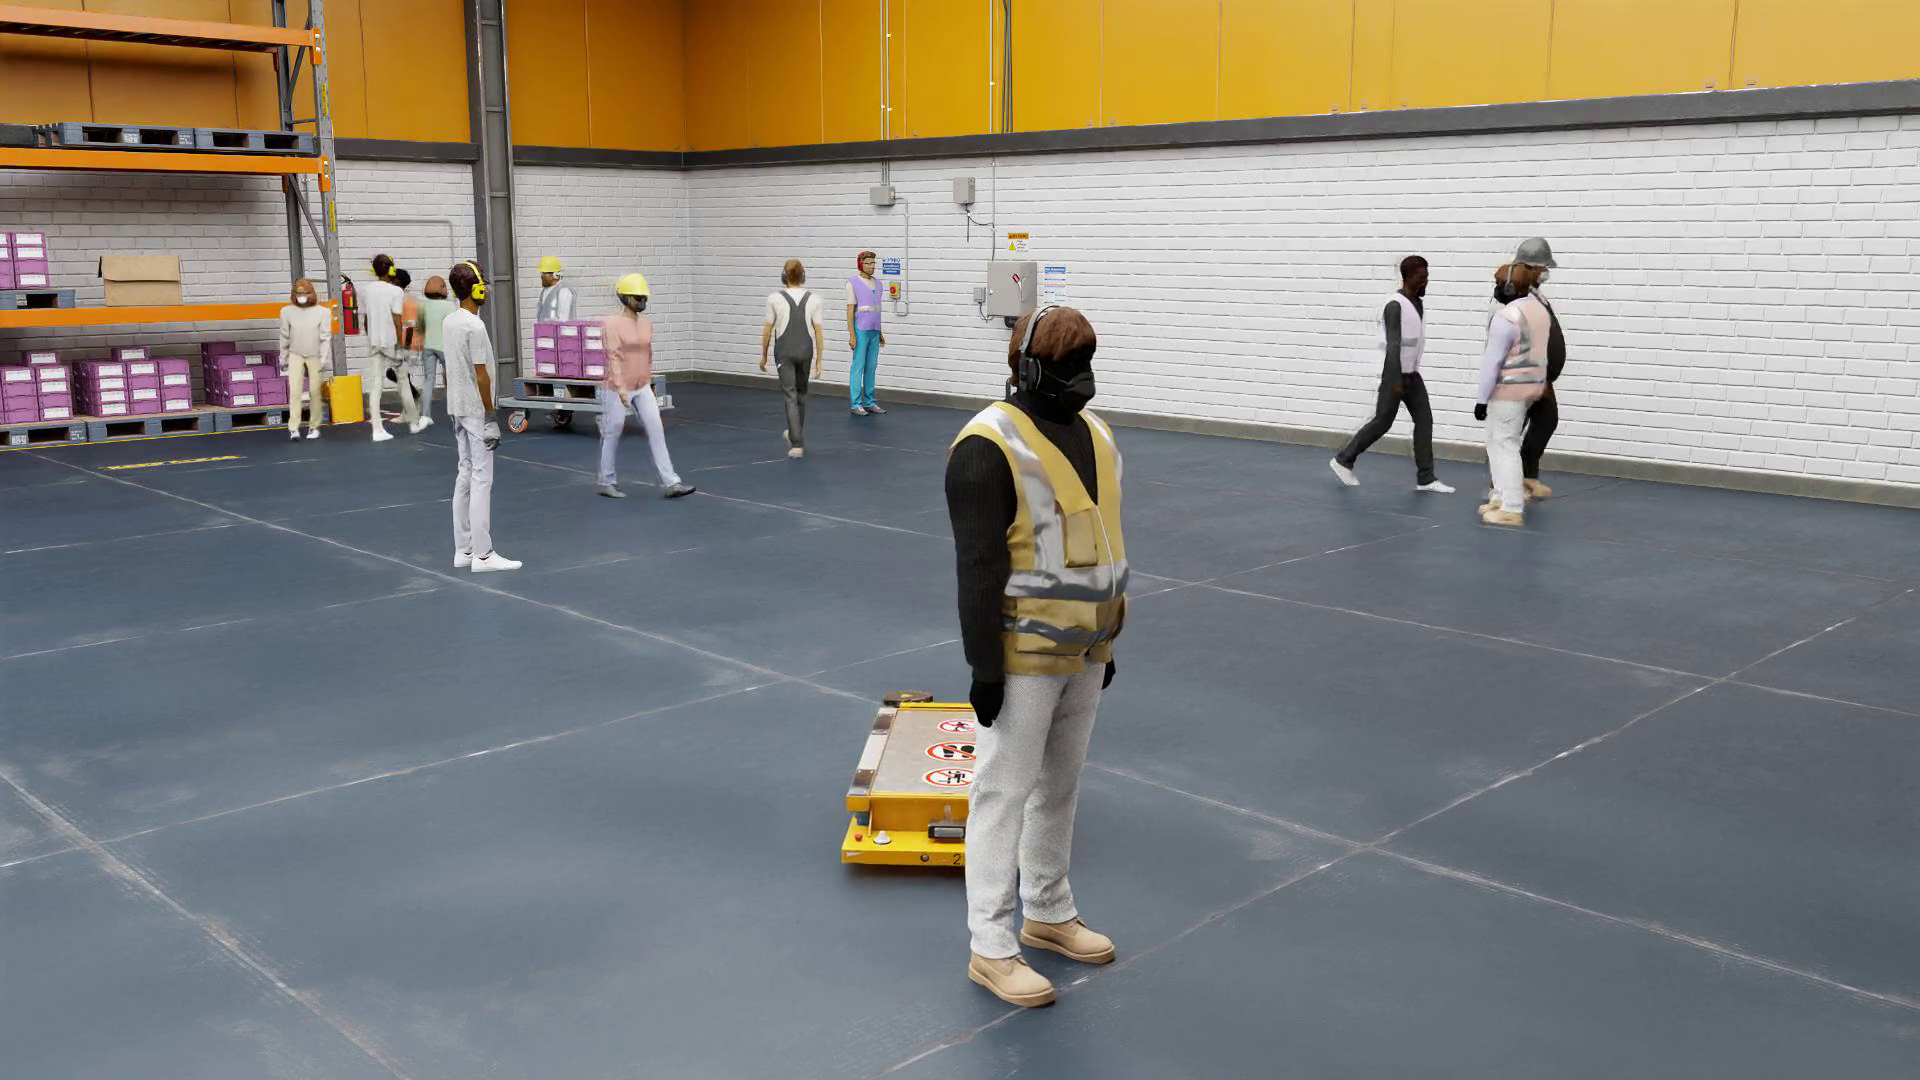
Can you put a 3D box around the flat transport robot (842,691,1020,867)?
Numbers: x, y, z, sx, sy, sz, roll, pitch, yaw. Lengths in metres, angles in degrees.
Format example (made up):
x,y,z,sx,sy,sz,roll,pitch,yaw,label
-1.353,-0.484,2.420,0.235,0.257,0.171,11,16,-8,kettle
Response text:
x,y,z,sx,sy,sz,roll,pitch,yaw,label
-0.010,0.817,5.917,0.652,0.197,1.431,1,10,3,flat transport robot

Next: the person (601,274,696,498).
x,y,z,sx,sy,sz,roll,pitch,yaw,label
-2.444,-1.144,12.655,0.887,1.724,0.540,7,13,34,person

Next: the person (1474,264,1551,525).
x,y,z,sx,sy,sz,roll,pitch,yaw,label
3.803,-1.021,11.702,0.574,1.820,0.650,10,14,42,person

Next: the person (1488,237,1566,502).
x,y,z,sx,sy,sz,roll,pitch,yaw,label
4.304,-1.282,12.534,0.599,2.000,0.697,6,12,29,person

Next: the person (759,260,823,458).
x,y,z,sx,sy,sz,roll,pitch,yaw,label
-1.548,-1.672,15.343,0.533,1.793,0.989,-4,11,-20,person

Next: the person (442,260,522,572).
x,y,z,sx,sy,sz,roll,pitch,yaw,label
-2.922,-0.742,10.054,0.321,1.873,0.532,-9,14,-40,person

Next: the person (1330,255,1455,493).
x,y,z,sx,sy,sz,roll,pitch,yaw,label
3.443,-1.319,13.208,0.935,1.881,0.598,8,13,38,person

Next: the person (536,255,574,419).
x,y,z,sx,sy,sz,roll,pitch,yaw,label
-4.479,-2.239,18.399,0.411,1.804,0.594,-9,14,-40,person

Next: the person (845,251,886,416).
x,y,z,sx,sy,sz,roll,pitch,yaw,label
-1.075,-2.331,18.782,0.376,1.844,0.571,8,13,36,person

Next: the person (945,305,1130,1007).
x,y,z,sx,sy,sz,roll,pitch,yaw,label
0.233,0.297,4.468,0.429,1.843,0.627,8,13,37,person

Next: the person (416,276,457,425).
x,y,z,sx,sy,sz,roll,pitch,yaw,label
-5.612,-2.042,17.886,0.512,1.592,0.773,2,11,9,person

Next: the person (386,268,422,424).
x,y,z,sx,sy,sz,roll,pitch,yaw,label
-5.937,-2.072,17.819,0.403,1.673,0.558,-8,13,-37,person

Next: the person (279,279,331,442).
x,y,z,sx,sy,sz,roll,pitch,yaw,label
-6.441,-1.760,16.367,0.523,1.594,0.738,-2,11,-11,person

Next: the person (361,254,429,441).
x,y,z,sx,sy,sz,roll,pitch,yaw,label
-5.697,-1.930,16.653,0.523,1.819,0.948,2,11,10,person
